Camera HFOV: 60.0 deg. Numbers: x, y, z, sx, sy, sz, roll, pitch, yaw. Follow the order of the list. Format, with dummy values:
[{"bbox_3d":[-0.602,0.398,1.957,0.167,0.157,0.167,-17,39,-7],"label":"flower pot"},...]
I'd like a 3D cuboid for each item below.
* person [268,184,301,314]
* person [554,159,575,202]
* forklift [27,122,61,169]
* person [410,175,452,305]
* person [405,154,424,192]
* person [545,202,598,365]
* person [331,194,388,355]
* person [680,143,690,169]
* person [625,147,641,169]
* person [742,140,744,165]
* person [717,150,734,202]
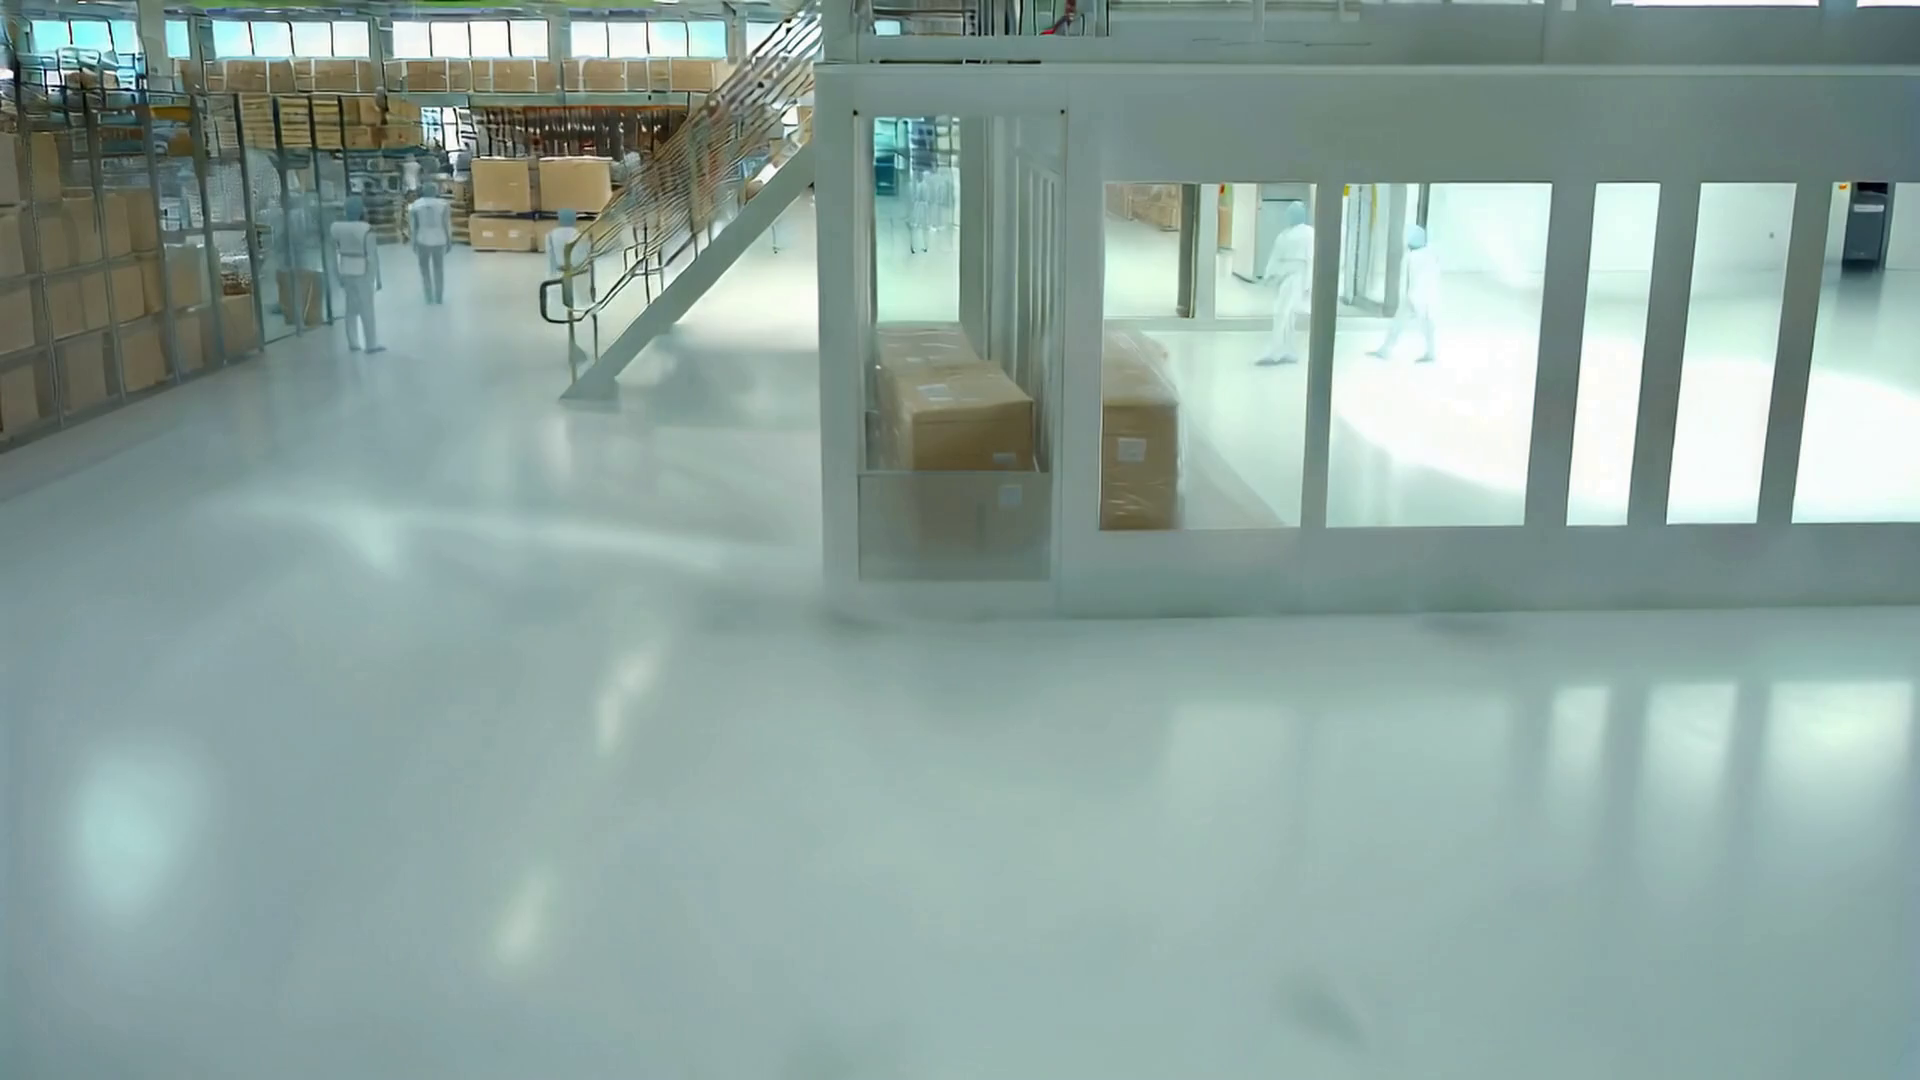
[{"bbox_3d":[-9.816,-4.229,24.205,0.567,1.905,0.607,13,19,41],"label":"person"},{"bbox_3d":[-10.966,-9.626,46.048,0.944,1.783,0.612,5,15,21],"label":"person"},{"bbox_3d":[-35.376,-14.773,64.377,1.129,2.768,1.873,-1,14,-2],"label":"forklift"},{"bbox_3d":[-8.154,-4.627,25.660,0.632,1.972,0.598,-6,15,-23],"label":"person"},{"bbox_3d":[-15.919,-10.312,48.591,0.538,1.886,1.021,-3,14,-12],"label":"person"},{"bbox_3d":[-4.457,-2.951,19.175,0.612,1.867,0.411,3,14,10],"label":"person"},{"bbox_3d":[-7.256,-3.186,20.017,0.591,1.917,0.379,4,15,16],"label":"person"},{"bbox_3d":[-13.877,-19.221,84.282,0.599,1.832,0.404,-5,15,-20],"label":"person"},{"bbox_3d":[-12.242,-13.742,62.269,0.640,1.899,0.397,-13,19,-42],"label":"person"},{"bbox_3d":[-11.432,-20.291,88.226,0.376,1.997,0.612,-4,15,-16],"label":"person"},{"bbox_3d":[-8.230,-12.875,58.612,0.685,1.989,0.481,3,14,11],"label":"person"}]
